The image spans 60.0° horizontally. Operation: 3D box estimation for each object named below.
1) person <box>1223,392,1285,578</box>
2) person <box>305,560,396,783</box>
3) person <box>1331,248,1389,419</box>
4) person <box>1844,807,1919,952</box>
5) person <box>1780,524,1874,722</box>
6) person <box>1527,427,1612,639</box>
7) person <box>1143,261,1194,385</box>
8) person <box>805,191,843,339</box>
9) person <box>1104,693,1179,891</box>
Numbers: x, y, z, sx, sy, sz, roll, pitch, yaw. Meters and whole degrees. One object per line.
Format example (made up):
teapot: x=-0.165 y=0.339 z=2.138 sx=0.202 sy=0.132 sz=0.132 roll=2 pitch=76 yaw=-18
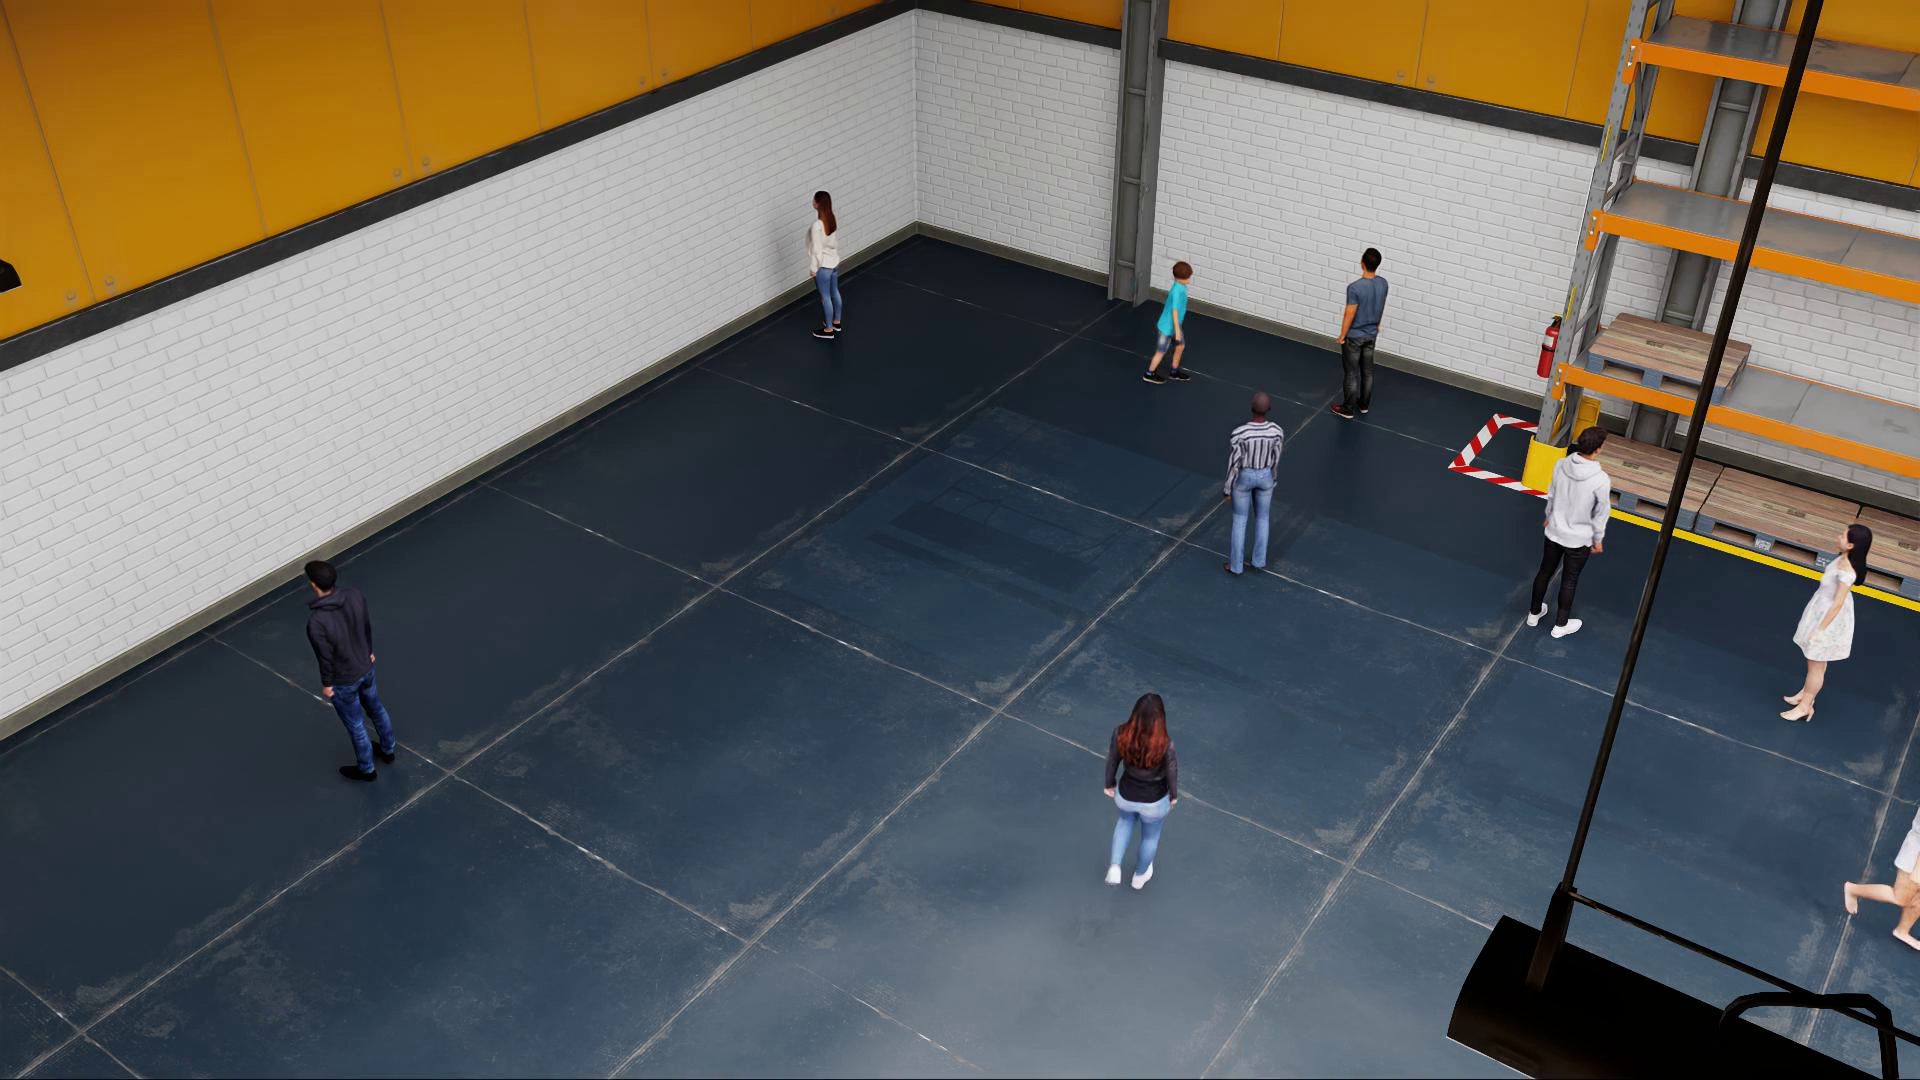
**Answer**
person: x=2.529 y=-0.472 z=14.366 sx=0.689 sy=1.796 sz=0.744 roll=-6 pitch=34 yaw=-9
person: x=-4.454 y=0.948 z=12.140 sx=0.644 sy=1.894 sz=0.717 roll=13 pitch=36 yaw=19
person: x=4.052 y=-2.091 z=16.790 sx=0.727 sy=1.810 sz=0.718 roll=-15 pitch=37 yaw=-22
person: x=6.226 y=1.991 z=10.844 sx=0.738 sy=1.592 sz=0.891 roll=-21 pitch=39 yaw=-28
person: x=6.632 y=0.632 z=12.724 sx=0.623 sy=1.774 sz=0.641 roll=20 pitch=39 yaw=27
person: x=5.007 y=-0.077 z=13.651 sx=0.793 sy=1.930 sz=0.609 roll=-27 pitch=42 yaw=-35
person: x=2.153 y=-2.286 z=17.436 sx=0.772 sy=1.418 sz=0.628 roll=7 pitch=34 yaw=11
person: x=-1.480 y=-3.045 z=18.331 sx=0.594 sy=1.691 sz=0.647 roll=15 pitch=37 yaw=22
person: x=1.195 y=1.760 z=11.164 sx=0.686 sy=1.622 sz=0.744 roll=15 pitch=37 yaw=22
